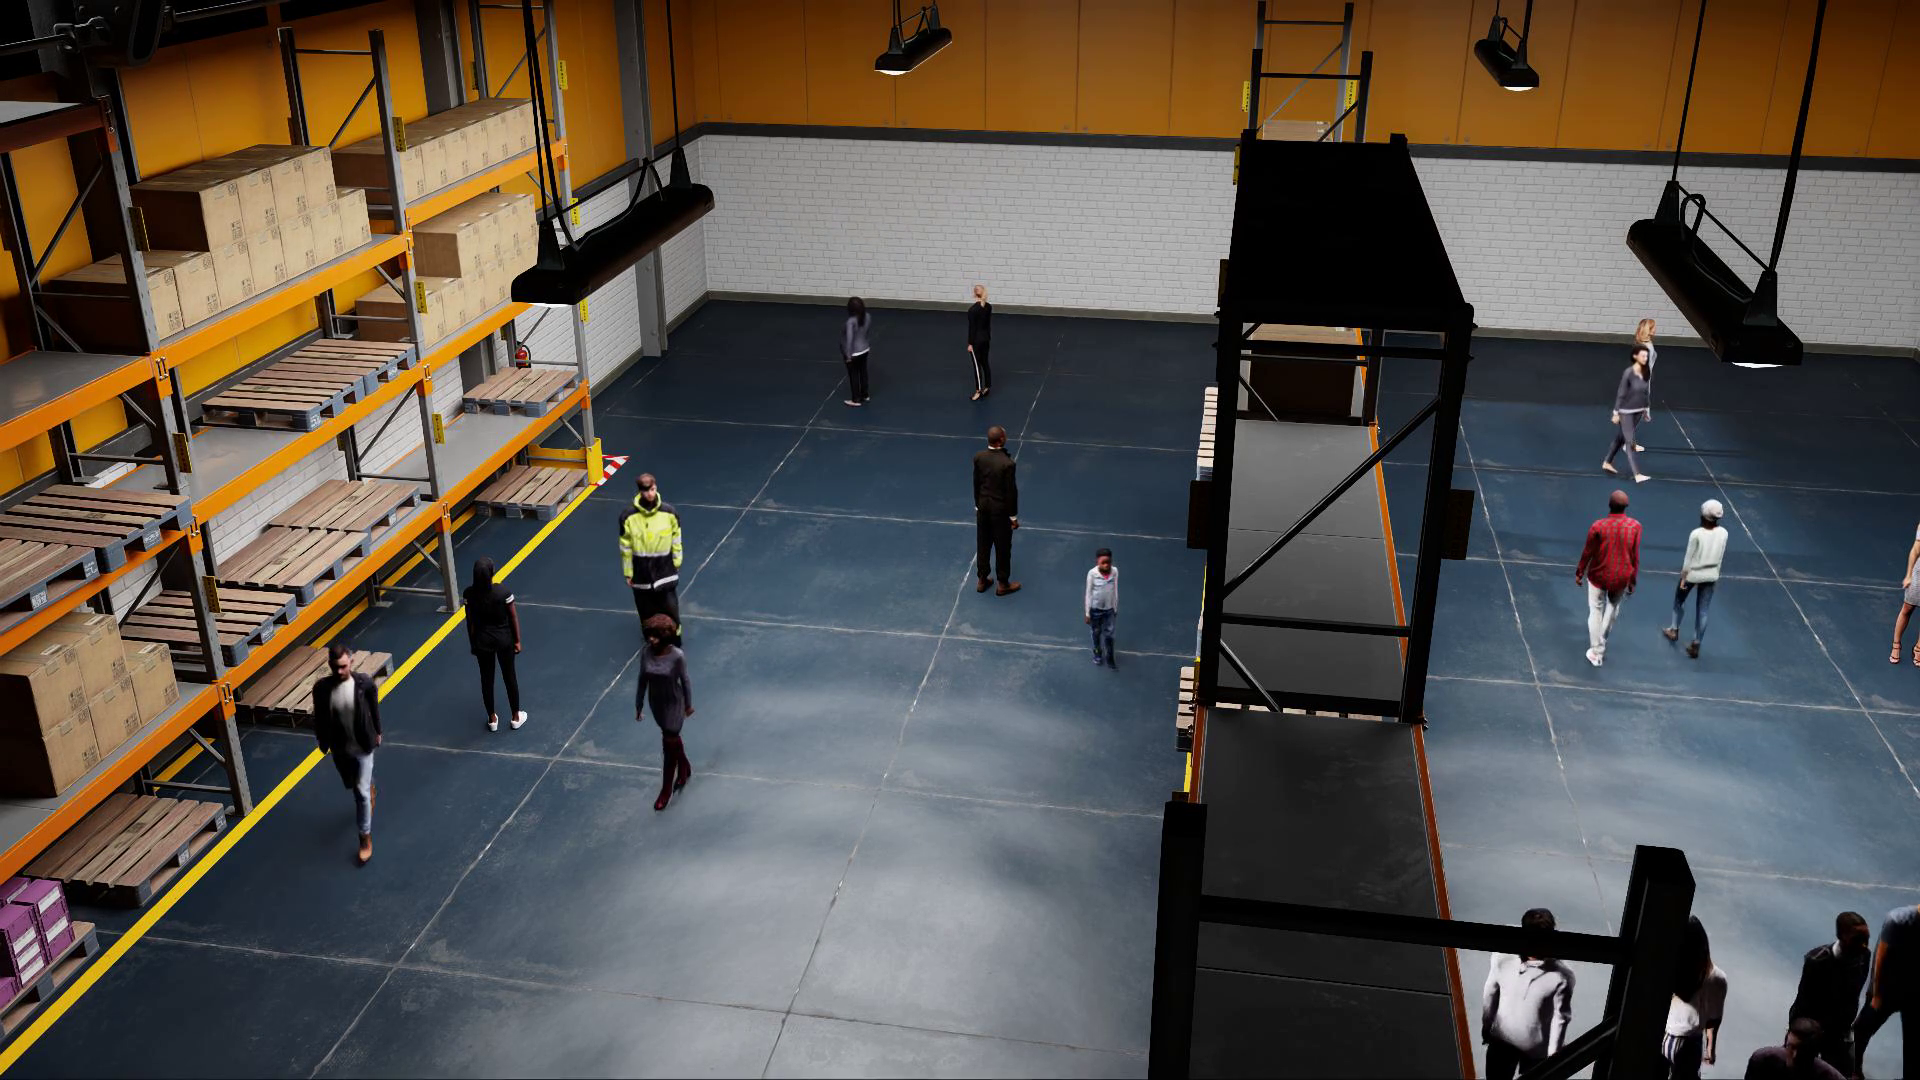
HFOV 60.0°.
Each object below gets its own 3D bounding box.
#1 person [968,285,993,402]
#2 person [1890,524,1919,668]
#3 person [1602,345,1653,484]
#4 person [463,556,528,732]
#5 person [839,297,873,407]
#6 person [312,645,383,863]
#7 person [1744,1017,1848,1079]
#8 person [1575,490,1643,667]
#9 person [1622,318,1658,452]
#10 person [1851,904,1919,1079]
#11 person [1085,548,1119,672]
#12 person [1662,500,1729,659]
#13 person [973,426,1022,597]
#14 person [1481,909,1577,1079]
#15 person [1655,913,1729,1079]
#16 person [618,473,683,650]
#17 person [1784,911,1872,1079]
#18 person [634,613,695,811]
[{"bbox_3d":[0.289,-2.835,23.926,0.750,1.706,0.656,22,32,40],"label":"person"},{"bbox_3d":[9.550,0.392,16.398,0.639,1.824,0.599,9,25,20],"label":"person"},{"bbox_3d":[8.446,-1.629,21.140,1.036,1.728,1.131,-14,27,-28],"label":"person"},{"bbox_3d":[-4.274,0.941,15.260,0.679,1.729,0.668,-3,24,-6],"label":"person"},{"bbox_3d":[-1.460,-2.709,23.774,0.844,1.598,0.733,15,28,30],"label":"person"},{"bbox_3d":[-4.954,1.638,13.575,0.944,1.801,1.239,-4,24,-8],"label":"person"},{"bbox_3d":[4.678,3.446,9.409,0.999,1.825,1.252,14,27,29],"label":"person"},{"bbox_3d":[6.415,0.394,16.419,0.695,1.803,0.923,5,24,11],"label":"person"},{"bbox_3d":[9.001,-2.072,22.069,0.698,1.796,0.537,-2,24,-4],"label":"person"},{"bbox_3d":[6.070,2.856,10.821,0.755,1.776,1.075,2,24,4],"label":"person"},{"bbox_3d":[1.405,0.635,16.564,0.569,1.246,0.693,-1,24,-3],"label":"person"},{"bbox_3d":[7.438,0.404,16.617,0.689,1.626,0.878,0,24,0],"label":"person"},{"bbox_3d":[0.381,-0.324,17.935,0.776,1.904,0.758,14,27,30],"label":"person"},{"bbox_3d":[3.511,3.038,10.282,0.896,1.873,1.258,11,26,23],"label":"person"},{"bbox_3d":[4.412,3.126,10.371,0.966,1.641,1.123,17,29,34],"label":"person"},{"bbox_3d":[-3.101,0.210,16.642,0.951,1.961,1.009,-6,24,-13],"label":"person"},{"bbox_3d":[5.316,3.024,10.418,0.861,1.791,1.049,-3,24,-8],"label":"person"},{"bbox_3d":[-2.469,1.392,14.284,0.702,1.685,0.944,9,25,19],"label":"person"}]
